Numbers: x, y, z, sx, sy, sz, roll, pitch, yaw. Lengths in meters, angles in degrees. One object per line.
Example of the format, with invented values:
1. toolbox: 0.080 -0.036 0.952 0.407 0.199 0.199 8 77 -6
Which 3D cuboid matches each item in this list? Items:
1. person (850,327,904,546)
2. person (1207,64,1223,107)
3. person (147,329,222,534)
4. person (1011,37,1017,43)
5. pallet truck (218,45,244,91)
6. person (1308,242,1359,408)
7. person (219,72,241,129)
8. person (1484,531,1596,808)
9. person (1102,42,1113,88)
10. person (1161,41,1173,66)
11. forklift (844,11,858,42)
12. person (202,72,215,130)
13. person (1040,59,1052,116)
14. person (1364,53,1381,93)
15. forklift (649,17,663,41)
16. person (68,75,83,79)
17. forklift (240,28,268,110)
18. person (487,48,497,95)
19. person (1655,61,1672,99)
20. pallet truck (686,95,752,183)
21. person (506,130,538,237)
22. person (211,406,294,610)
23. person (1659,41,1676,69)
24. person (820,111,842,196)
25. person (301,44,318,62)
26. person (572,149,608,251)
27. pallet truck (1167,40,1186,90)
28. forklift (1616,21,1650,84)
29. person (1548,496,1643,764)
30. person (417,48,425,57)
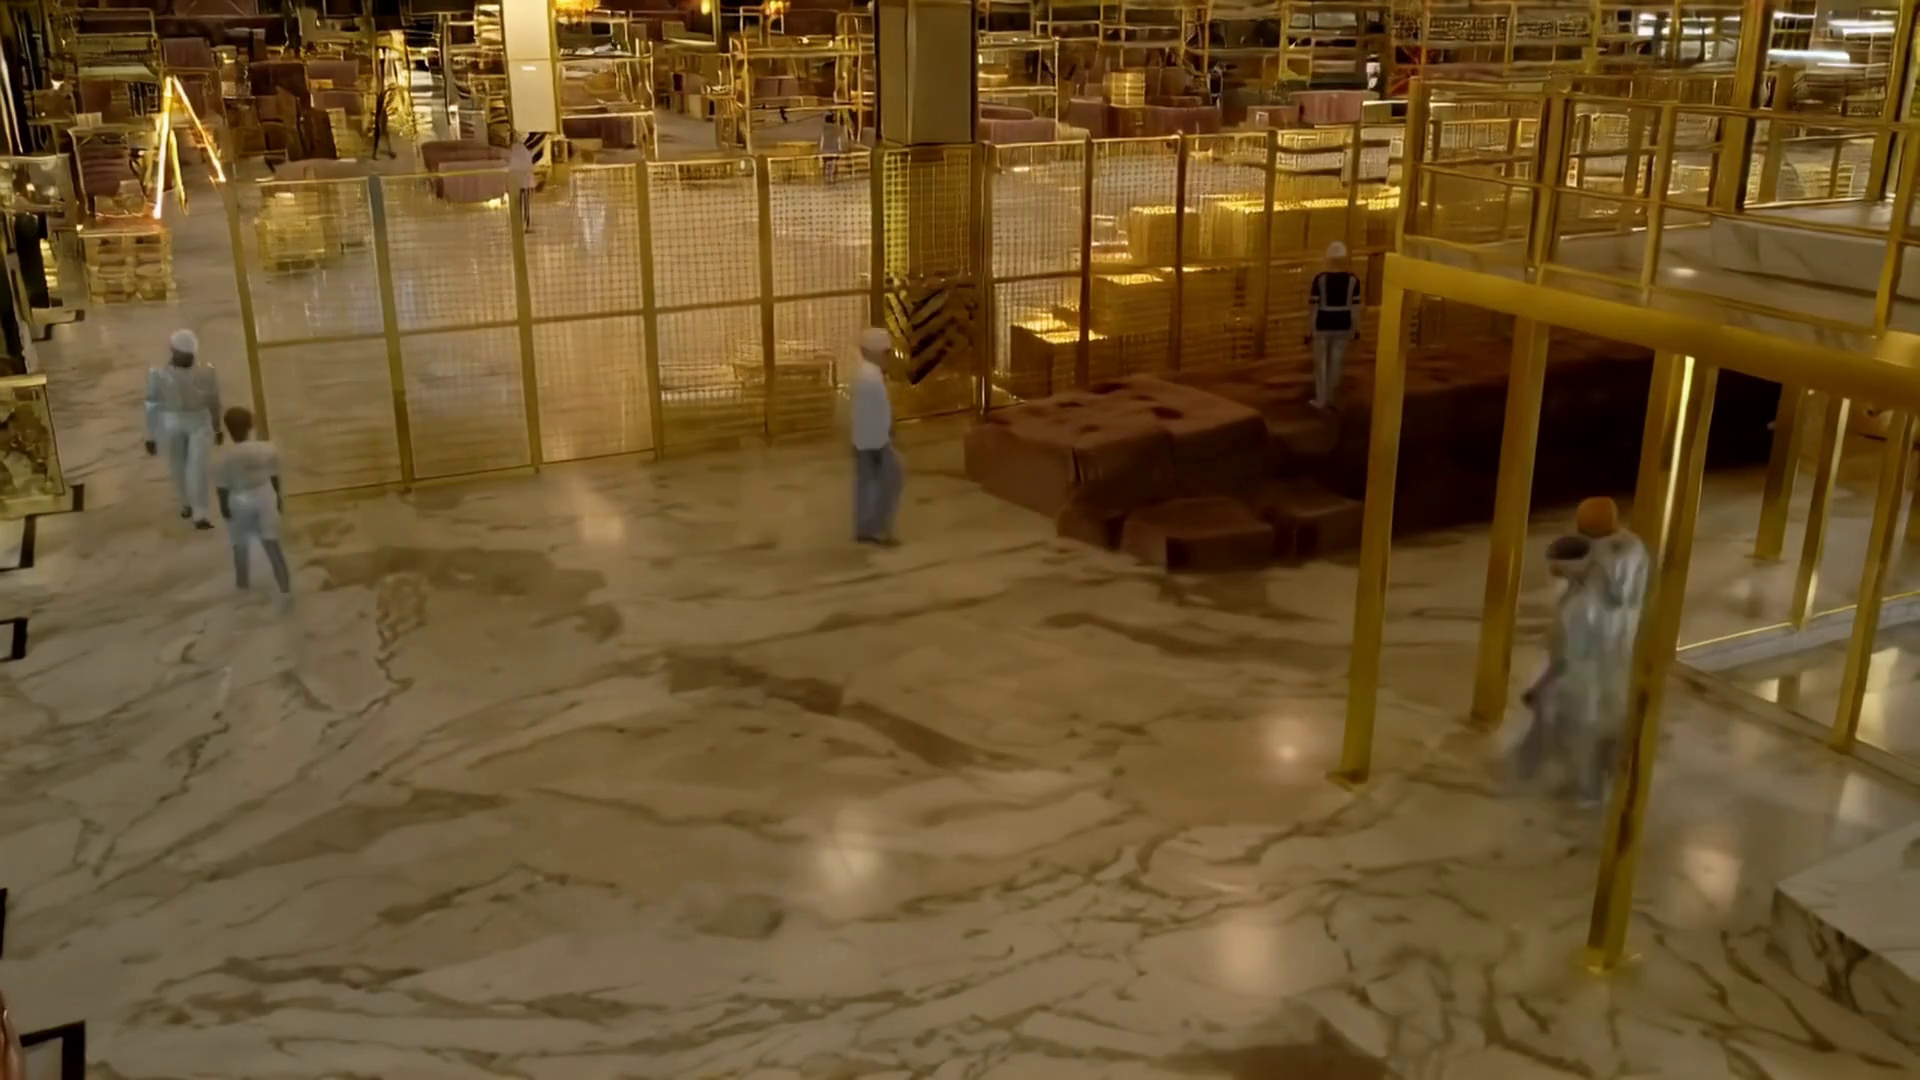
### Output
1. person: -0.737 -0.891 14.613 0.473 1.974 0.655 -5 20 -15
2. person: 8.974 -15.834 58.394 0.534 1.670 0.782 -1 19 -4
3. person: -7.070 -1.018 15.179 0.677 1.859 0.963 -13 23 -32
4. person: 2.724 -24.342 83.188 0.876 1.592 0.536 -11 22 -30
5. pallet truck: -28.879 -18.665 66.111 0.823 1.965 1.885 -3 19 -9
6. person: 4.312 -2.486 19.306 0.547 1.934 0.375 1 19 3
7. person: -22.606 -13.516 51.424 0.638 1.841 0.858 -4 19 -11
8. person: 3.591 0.793 10.112 0.781 1.731 0.540 6 20 16
9. person: 6.258 -20.181 70.651 0.405 1.903 0.636 -4 19 -11
10. person: 8.816 -20.470 71.425 0.653 1.938 0.643 -16 25 -39
11. forklift: -5.450 -25.088 83.395 1.873 2.768 1.129 -9 21 -25
12. person: -23.260 -13.642 51.777 0.513 1.845 0.335 -17 25 -40
13. person: 2.954 -15.582 57.294 0.395 1.917 0.590 -6 20 -17
14. person: 15.241 -16.976 61.323 0.581 1.920 0.534 14 23 35
15. forklift: -13.340 -21.587 73.246 1.873 2.768 1.129 2 19 7
16. person: -33.522 -17.426 63.065 0.515 1.636 0.314 -8 21 -22
17. forklift: -24.981 -16.906 59.677 1.873 2.768 1.129 -9 21 -25
18. person: -18.019 -17.928 64.061 0.371 1.941 0.627 2 19 5
19. person: 25.818 -16.687 60.883 0.857 1.659 0.531 -9 21 -25
20. pallet truck: -5.836 -9.608 39.856 0.823 1.965 1.885 10 22 27
21. person: -8.348 -6.791 31.692 0.378 1.996 0.611 10 22 28
22. person: -5.641 -0.257 13.271 0.542 1.651 0.883 -17 26 -41
23. person: 32.384 -22.072 76.193 0.667 1.852 0.992 11 22 29
24. person: -2.894 -8.649 37.266 0.521 1.873 0.334 5 20 15
25. person: -27.248 -19.853 69.752 1.077 1.883 0.617 18 26 42
26. person: -6.700 -6.194 30.265 0.624 1.791 0.954 -2 19 -4
27. pallet truck: 9.045 -19.971 69.895 0.823 1.965 1.885 -3 19 -8
28. forklift: 27.041 -19.597 67.478 1.873 2.768 1.129 -9 21 -25
29. person: 4.115 0.595 10.583 0.682 1.807 0.554 -15 24 -37
30. person: -25.640 -23.073 79.073 0.378 1.889 0.701 -13 23 -33
